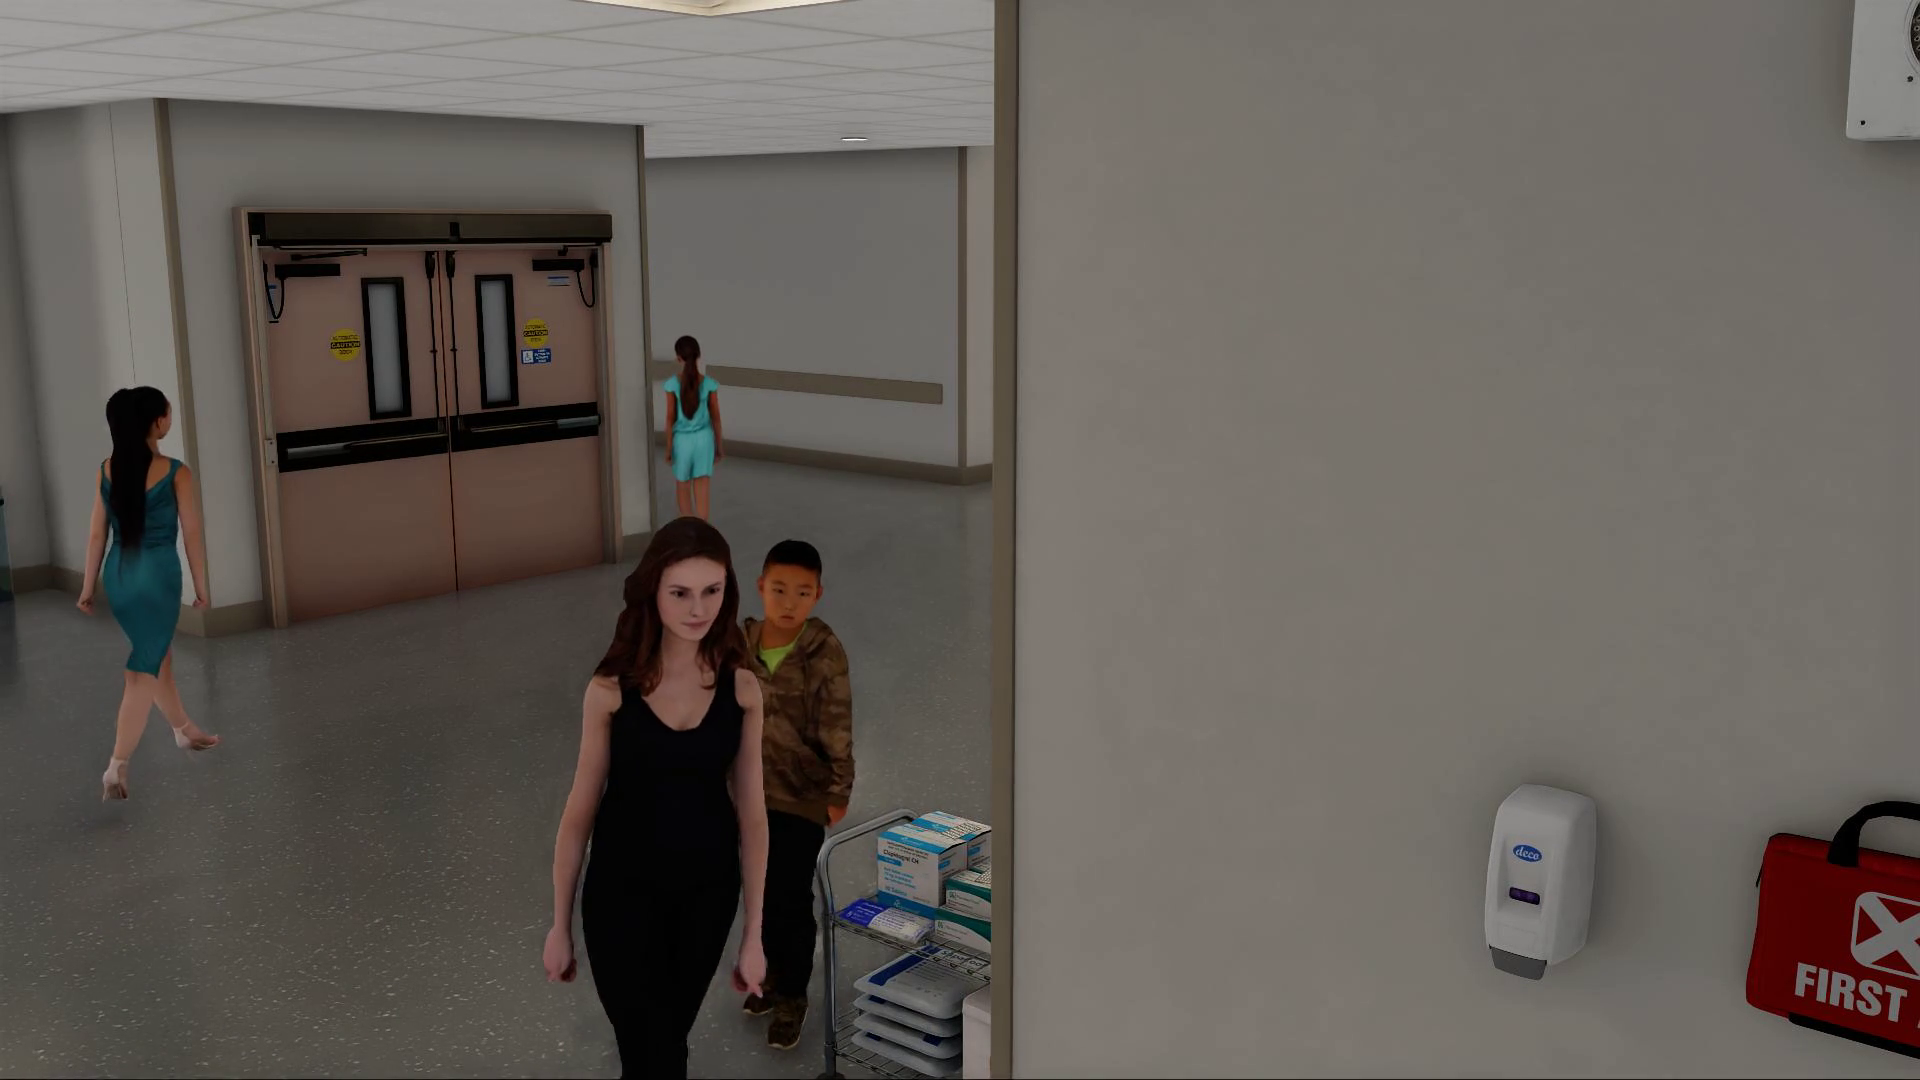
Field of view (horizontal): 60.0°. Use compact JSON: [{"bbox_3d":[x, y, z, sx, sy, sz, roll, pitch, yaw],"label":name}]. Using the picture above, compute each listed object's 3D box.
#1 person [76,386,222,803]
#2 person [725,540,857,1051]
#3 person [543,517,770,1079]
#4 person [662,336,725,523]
[{"bbox_3d":[-3.320,0.260,6.670,1.013,1.631,1.143,0,11,-1],"label":"person"},{"bbox_3d":[-0.494,0.699,4.876,0.713,1.437,0.770,5,12,23],"label":"person"},{"bbox_3d":[-0.680,0.795,3.707,1.149,1.684,0.964,-5,12,-25],"label":"person"},{"bbox_3d":[-1.878,-0.643,11.673,0.832,1.539,0.874,-2,11,-9],"label":"person"}]
